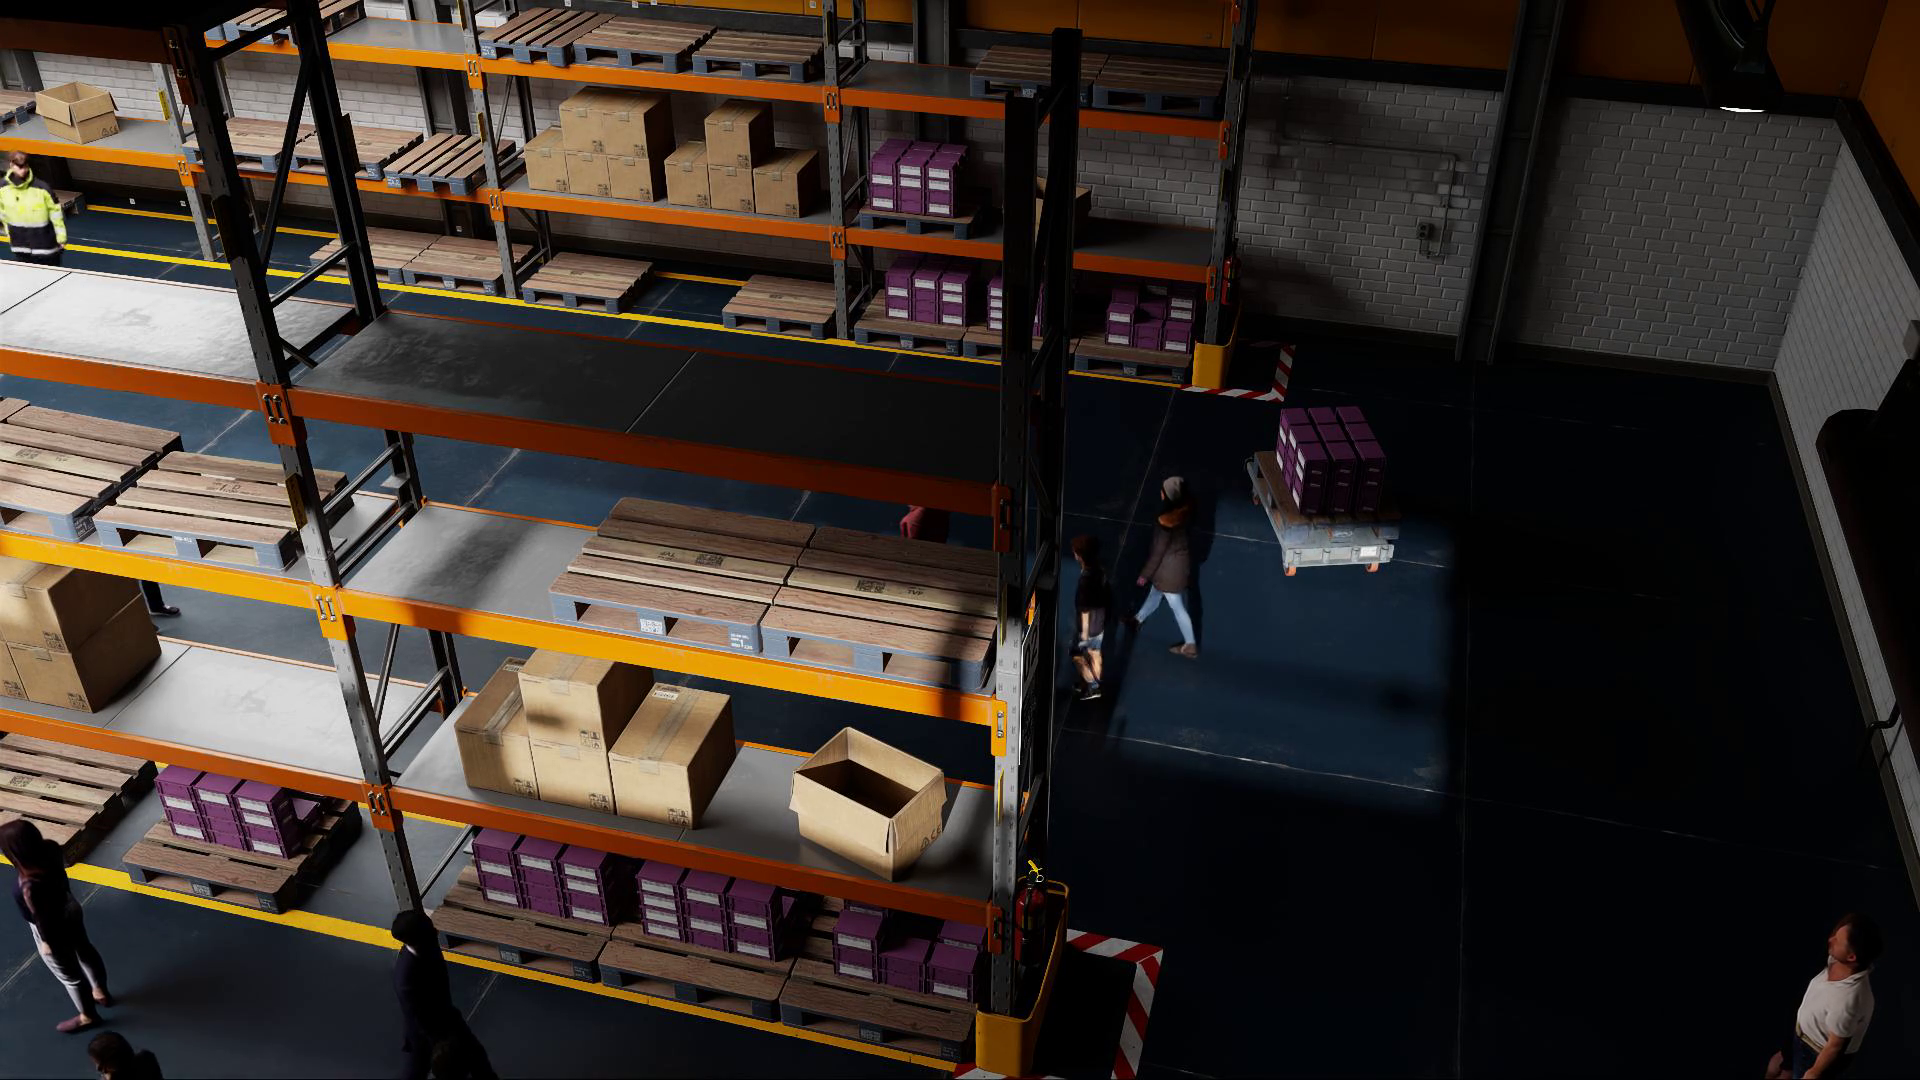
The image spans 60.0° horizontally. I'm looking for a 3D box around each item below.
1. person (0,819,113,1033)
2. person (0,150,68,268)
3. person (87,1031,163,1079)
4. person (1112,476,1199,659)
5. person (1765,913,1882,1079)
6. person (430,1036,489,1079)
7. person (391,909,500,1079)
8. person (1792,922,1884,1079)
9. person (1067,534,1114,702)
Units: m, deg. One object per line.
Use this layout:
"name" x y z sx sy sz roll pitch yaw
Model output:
"person" -5.446 2.300 10.008 0.678 1.608 0.677 -5 34 -7
"person" -10.158 -3.369 18.247 0.962 1.930 1.044 -4 34 -6
"person" -4.257 3.154 8.592 0.607 1.753 0.636 8 35 12
"person" 1.733 0.250 13.103 1.038 1.595 0.717 13 36 19
"person" 4.766 2.714 9.299 0.580 1.703 0.634 17 37 24
"person" -2.536 3.202 8.604 0.590 1.660 0.660 25 41 32
"person" -3.042 2.740 9.279 1.226 1.682 0.837 1 34 1
"person" 4.710 2.779 9.066 0.626 1.853 0.707 15 37 22
"person" 1.065 0.620 12.694 0.678 1.433 0.621 15 37 21
